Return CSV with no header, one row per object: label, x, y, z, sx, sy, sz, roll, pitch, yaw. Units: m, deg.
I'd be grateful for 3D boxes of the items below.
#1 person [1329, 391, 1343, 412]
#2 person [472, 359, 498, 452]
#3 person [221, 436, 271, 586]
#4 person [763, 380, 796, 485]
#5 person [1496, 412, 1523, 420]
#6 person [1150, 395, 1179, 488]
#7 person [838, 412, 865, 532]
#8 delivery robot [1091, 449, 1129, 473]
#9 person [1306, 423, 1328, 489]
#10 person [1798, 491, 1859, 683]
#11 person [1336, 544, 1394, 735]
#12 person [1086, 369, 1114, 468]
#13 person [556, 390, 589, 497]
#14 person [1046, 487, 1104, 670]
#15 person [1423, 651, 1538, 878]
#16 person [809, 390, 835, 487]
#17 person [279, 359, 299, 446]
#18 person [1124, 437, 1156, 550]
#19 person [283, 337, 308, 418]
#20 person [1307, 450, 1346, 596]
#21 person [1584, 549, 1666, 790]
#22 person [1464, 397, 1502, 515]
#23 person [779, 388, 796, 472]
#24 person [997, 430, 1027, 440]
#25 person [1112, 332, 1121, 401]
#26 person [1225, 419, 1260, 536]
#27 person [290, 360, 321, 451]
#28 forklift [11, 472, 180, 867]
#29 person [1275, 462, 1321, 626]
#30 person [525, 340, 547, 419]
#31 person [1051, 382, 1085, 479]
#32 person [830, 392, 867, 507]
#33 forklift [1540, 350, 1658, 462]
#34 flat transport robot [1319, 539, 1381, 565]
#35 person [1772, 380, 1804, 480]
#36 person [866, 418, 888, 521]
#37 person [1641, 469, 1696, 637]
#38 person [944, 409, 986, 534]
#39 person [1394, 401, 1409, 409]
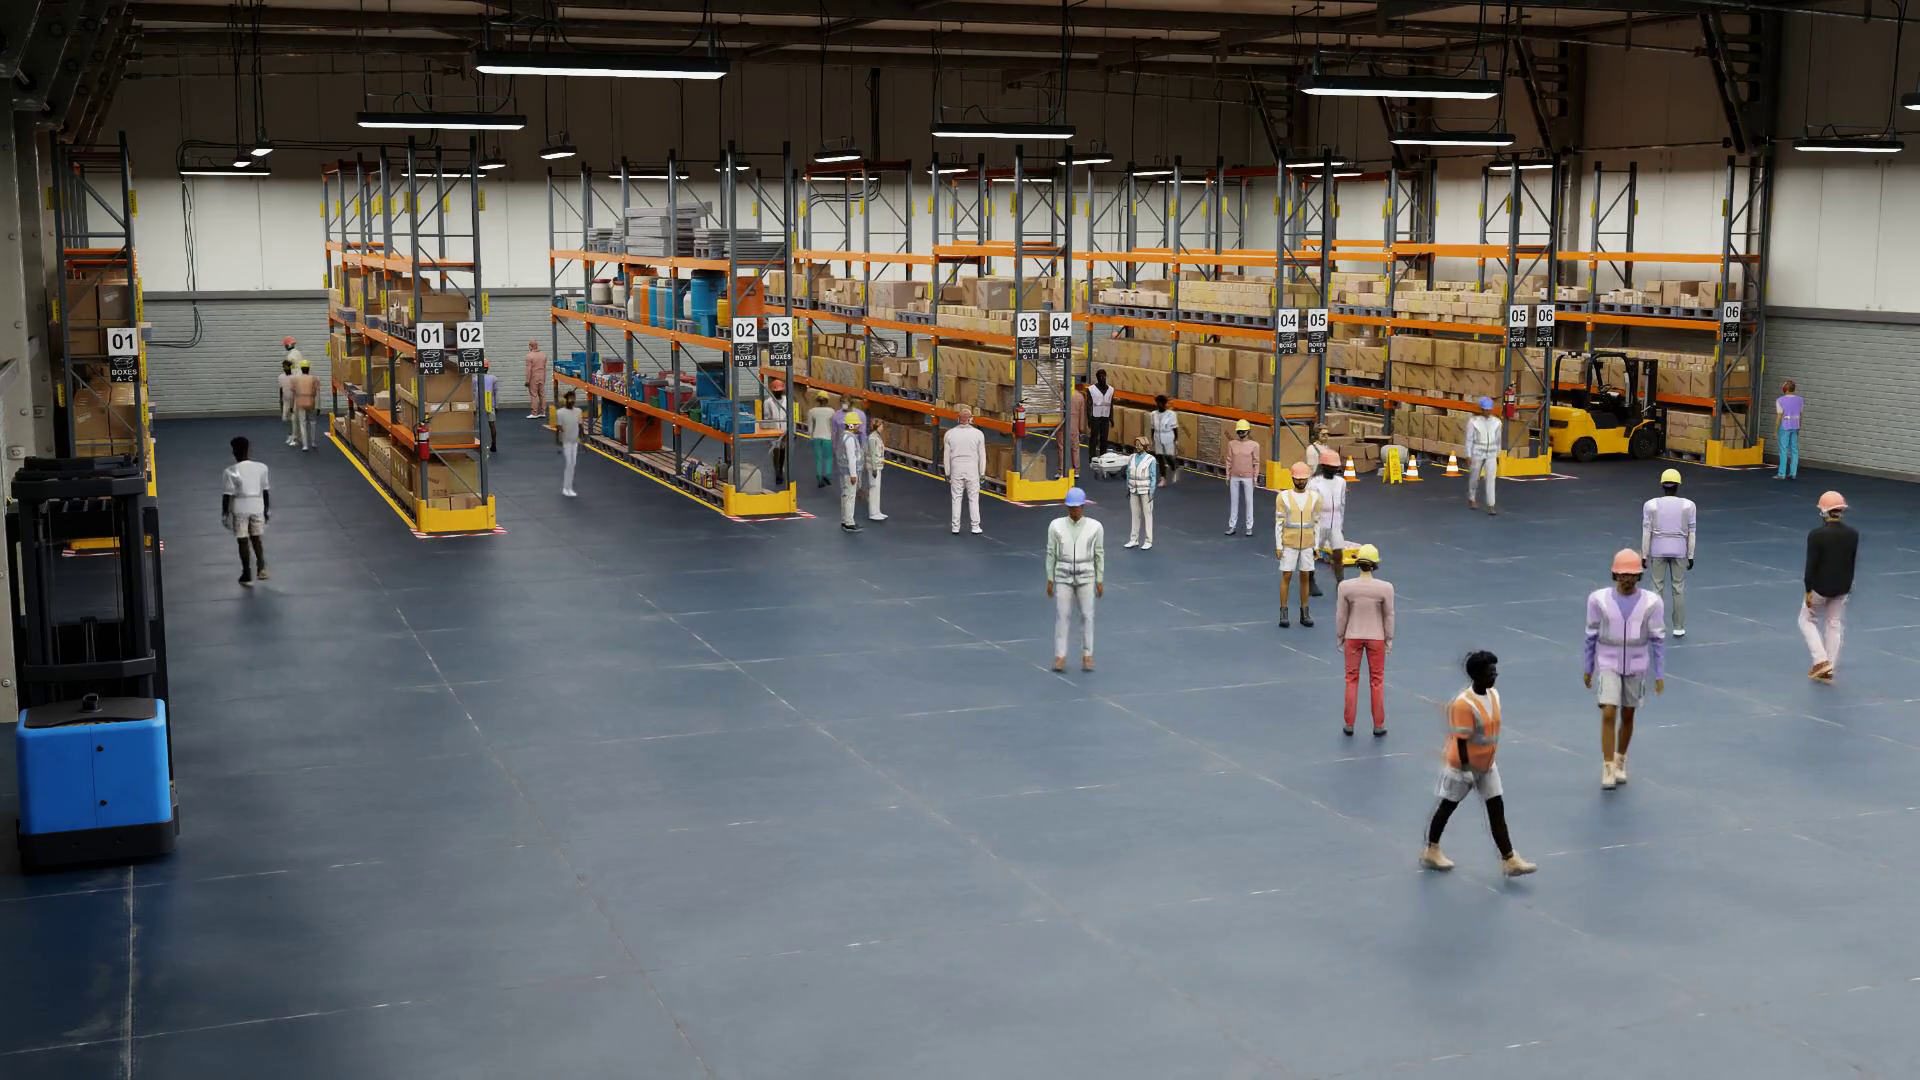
person,8.955,-3.746,50.042,0.611,1.871,0.413,-4,9,-25
person,-9.870,-2.797,43.495,0.553,1.935,0.362,-6,10,-35
person,-9.314,-0.380,27.308,0.405,1.953,0.642,8,12,44
person,-3.308,-1.990,38.286,0.563,1.899,0.976,-2,9,-12
person,11.029,-2.597,42.015,0.636,1.976,0.499,-3,9,-20
person,3.663,-1.786,37.632,0.540,1.678,0.390,6,10,34
person,-1.672,-1.057,32.244,0.403,1.830,0.601,-2,9,-13
delivery robot,2.787,-1.442,38.884,0.707,0.478,0.477,-6,10,-34
person,5.183,-0.767,30.275,0.366,1.843,0.545,6,10,35
person,8.901,0.483,21.487,0.631,1.977,0.435,-2,9,-14
person,3.731,0.916,19.313,0.526,1.768,0.331,2,9,16
person,2.719,-2.355,40.612,0.593,1.919,0.392,-4,9,-26
person,-6.713,-1.667,36.289,0.525,1.849,0.558,-8,12,-43
person,1.208,0.406,22.104,0.613,1.945,0.401,1,9,6
person,3.731,1.609,15.062,0.551,1.642,0.879,-8,12,-42
person,-2.460,-1.821,37.608,0.519,1.748,0.384,2,9,11
person,-14.307,-2.935,44.734,0.519,1.855,0.376,1,9,4
person,2.631,-0.689,30.433,0.513,1.641,0.307,8,12,42
person,-16.237,-3.970,51.214,0.552,1.967,0.709,1,9,5
person,4.618,-0.181,26.216,0.567,1.882,1.009,-3,9,-20
person,5.514,1.086,17.360,0.633,2.004,0.954,2,9,13
person,8.575,-1.413,34.398,0.628,1.906,0.992,0,9,-3
person,-3.356,-2.095,39.886,0.500,1.618,0.500,-2,9,-11
person,1.199,-3.167,46.165,0.652,1.878,1.034,-4,10,-27
person,3.907,-4.193,52.448,0.605,2.045,0.378,-1,9,-5
person,4.274,-0.948,31.745,0.523,1.769,0.310,4,9,23
person,-13.718,-2.826,43.889,0.611,1.882,0.952,-3,9,-20
forklift,-6.630,0.886,15.957,1.129,2.768,1.873,-3,9,-21
person,3.969,0.043,24.561,0.545,1.938,0.357,-1,9,-6
person,-10.368,-3.915,51.077,0.406,1.902,0.638,6,10,35
person,1.985,-2.088,38.878,0.644,1.907,0.400,-2,9,-14
person,-1.860,-1.536,35.167,0.636,1.916,0.619,2,9,12
forklift,12.897,-2.725,42.309,2.313,2.155,1.214,-3,9,-21
flat transport robot,5.256,0.143,29.567,0.652,0.197,1.431,-4,9,-25
person,15.285,-2.025,38.646,0.563,1.847,0.388,-2,9,-16
person,-1.341,-1.136,33.434,0.332,1.631,0.519,1,9,5
person,8.092,0.147,23.939,0.585,1.917,0.382,2,9,15
person,0.078,-1.040,31.887,0.644,1.907,0.400,1,9,8
person,9.813,-3.026,45.462,0.648,1.804,0.879,-3,9,-17
